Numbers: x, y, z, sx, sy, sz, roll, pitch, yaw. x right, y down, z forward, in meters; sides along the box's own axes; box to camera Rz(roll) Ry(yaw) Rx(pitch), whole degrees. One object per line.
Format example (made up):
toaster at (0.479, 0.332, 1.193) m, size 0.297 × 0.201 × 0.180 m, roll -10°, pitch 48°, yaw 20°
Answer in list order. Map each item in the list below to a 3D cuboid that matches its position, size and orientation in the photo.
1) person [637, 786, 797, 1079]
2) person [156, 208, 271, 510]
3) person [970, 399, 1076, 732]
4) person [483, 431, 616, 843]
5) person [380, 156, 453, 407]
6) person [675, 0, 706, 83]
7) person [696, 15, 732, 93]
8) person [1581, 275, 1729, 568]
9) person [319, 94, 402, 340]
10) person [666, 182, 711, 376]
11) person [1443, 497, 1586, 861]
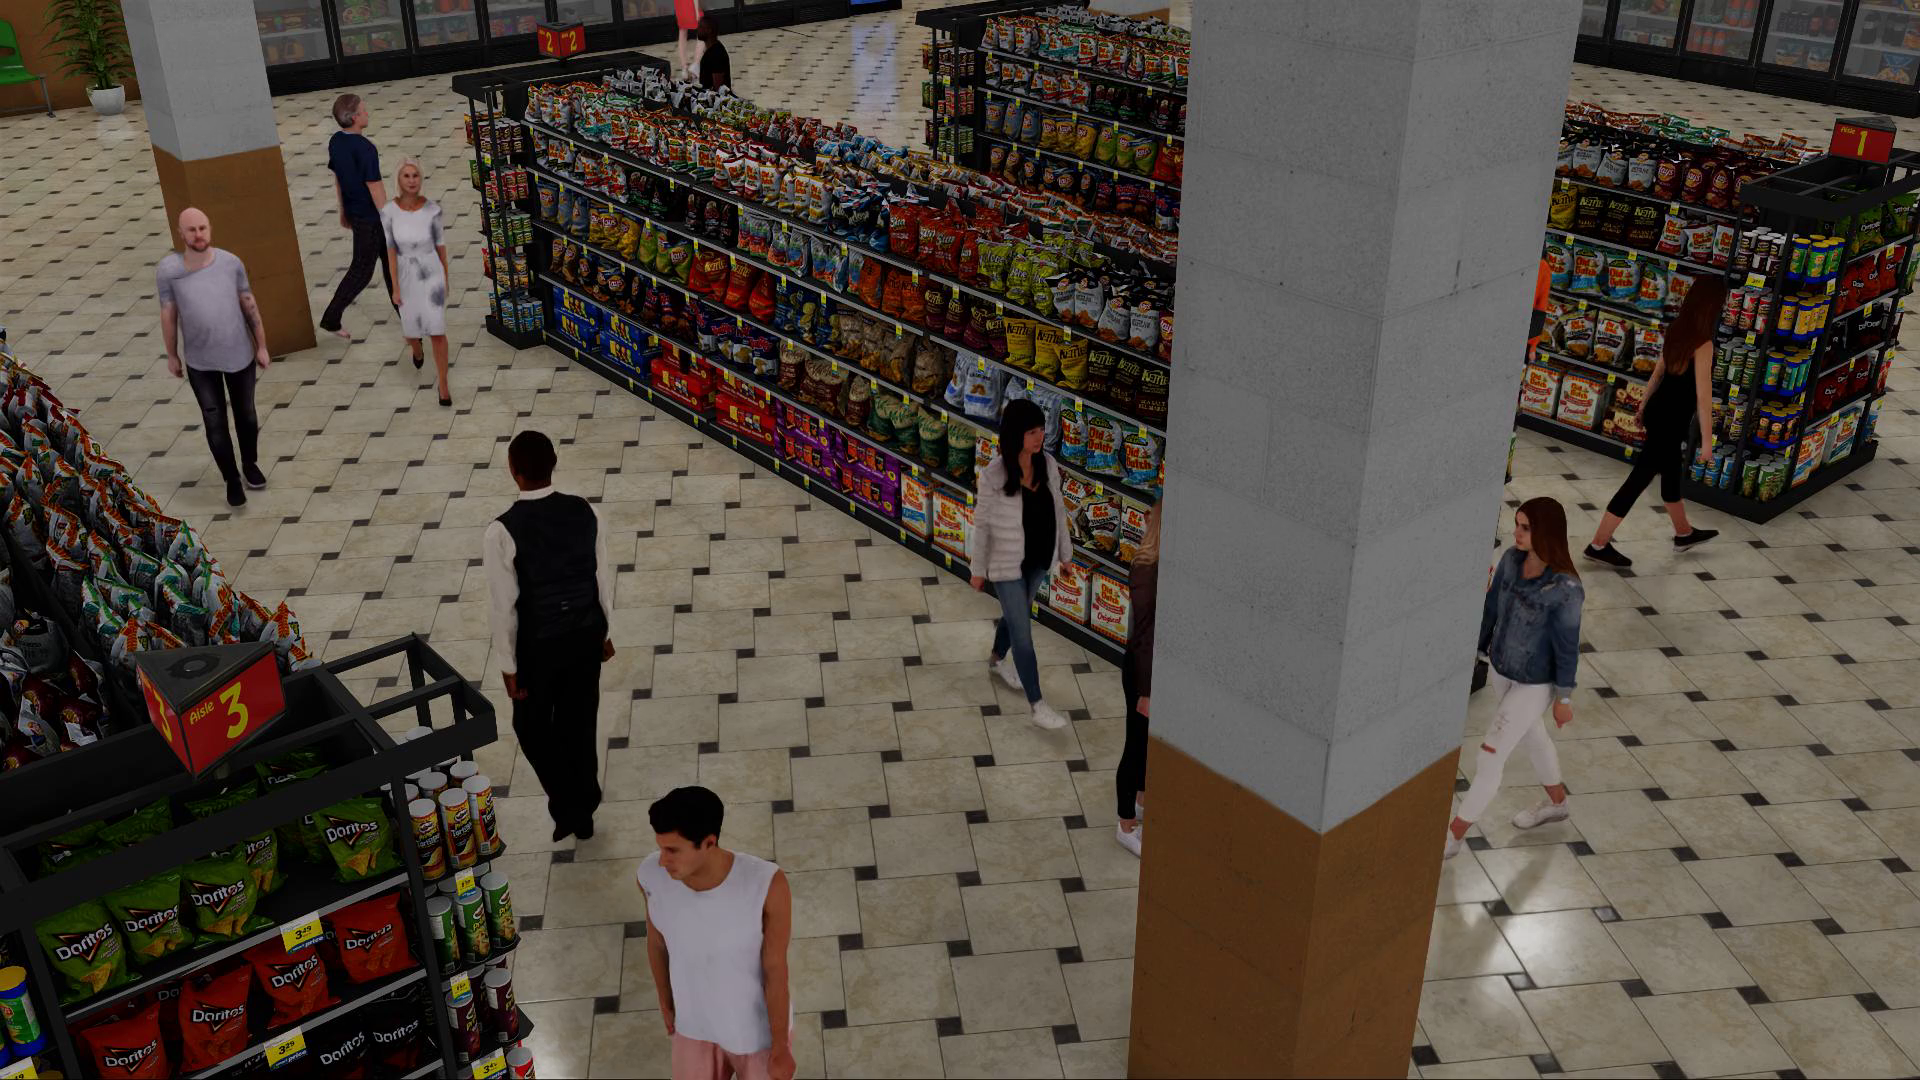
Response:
person at (-0.667, 1.424, 5.185) m, size 0.830 × 1.763 × 0.891 m, roll 5°, pitch 27°, yaw 10°
person at (-4.564, -1.154, 10.209) m, size 0.736 × 1.817 × 0.831 m, roll -19°, pitch 32°, yaw -32°
person at (0.251, 0.072, 8.027) m, size 0.660 × 1.603 × 0.971 m, roll -19°, pitch 32°, yaw -33°
person at (-1.639, 0.474, 6.899) m, size 0.766 × 1.906 × 0.852 m, roll -15°, pitch 31°, yaw -27°
person at (-3.789, -1.811, 11.600) m, size 0.772 × 1.729 × 1.016 m, roll -10°, pitch 29°, yaw -19°
person at (-3.540, -6.724, 21.196) m, size 0.619 × 1.813 × 0.750 m, roll 18°, pitch 32°, yaw 32°
person at (-2.346, -4.149, 16.112) m, size 0.801 × 1.819 × 0.661 m, roll -6°, pitch 27°, yaw -11°
person at (3.873, -0.633, 9.332) m, size 1.152 × 1.679 × 1.136 m, roll 1°, pitch 27°, yaw 2°
person at (-4.621, -2.418, 12.688) m, size 0.769 × 1.828 × 1.136 m, roll -23°, pitch 35°, yaw -38°
person at (-1.787, -1.728, 11.410) m, size 0.621 × 1.753 × 0.698 m, roll 23°, pitch 35°, yaw 37°
person at (2.435, 0.577, 6.977) m, size 0.965 × 1.651 × 1.109 m, roll -8°, pitch 28°, yaw -15°
